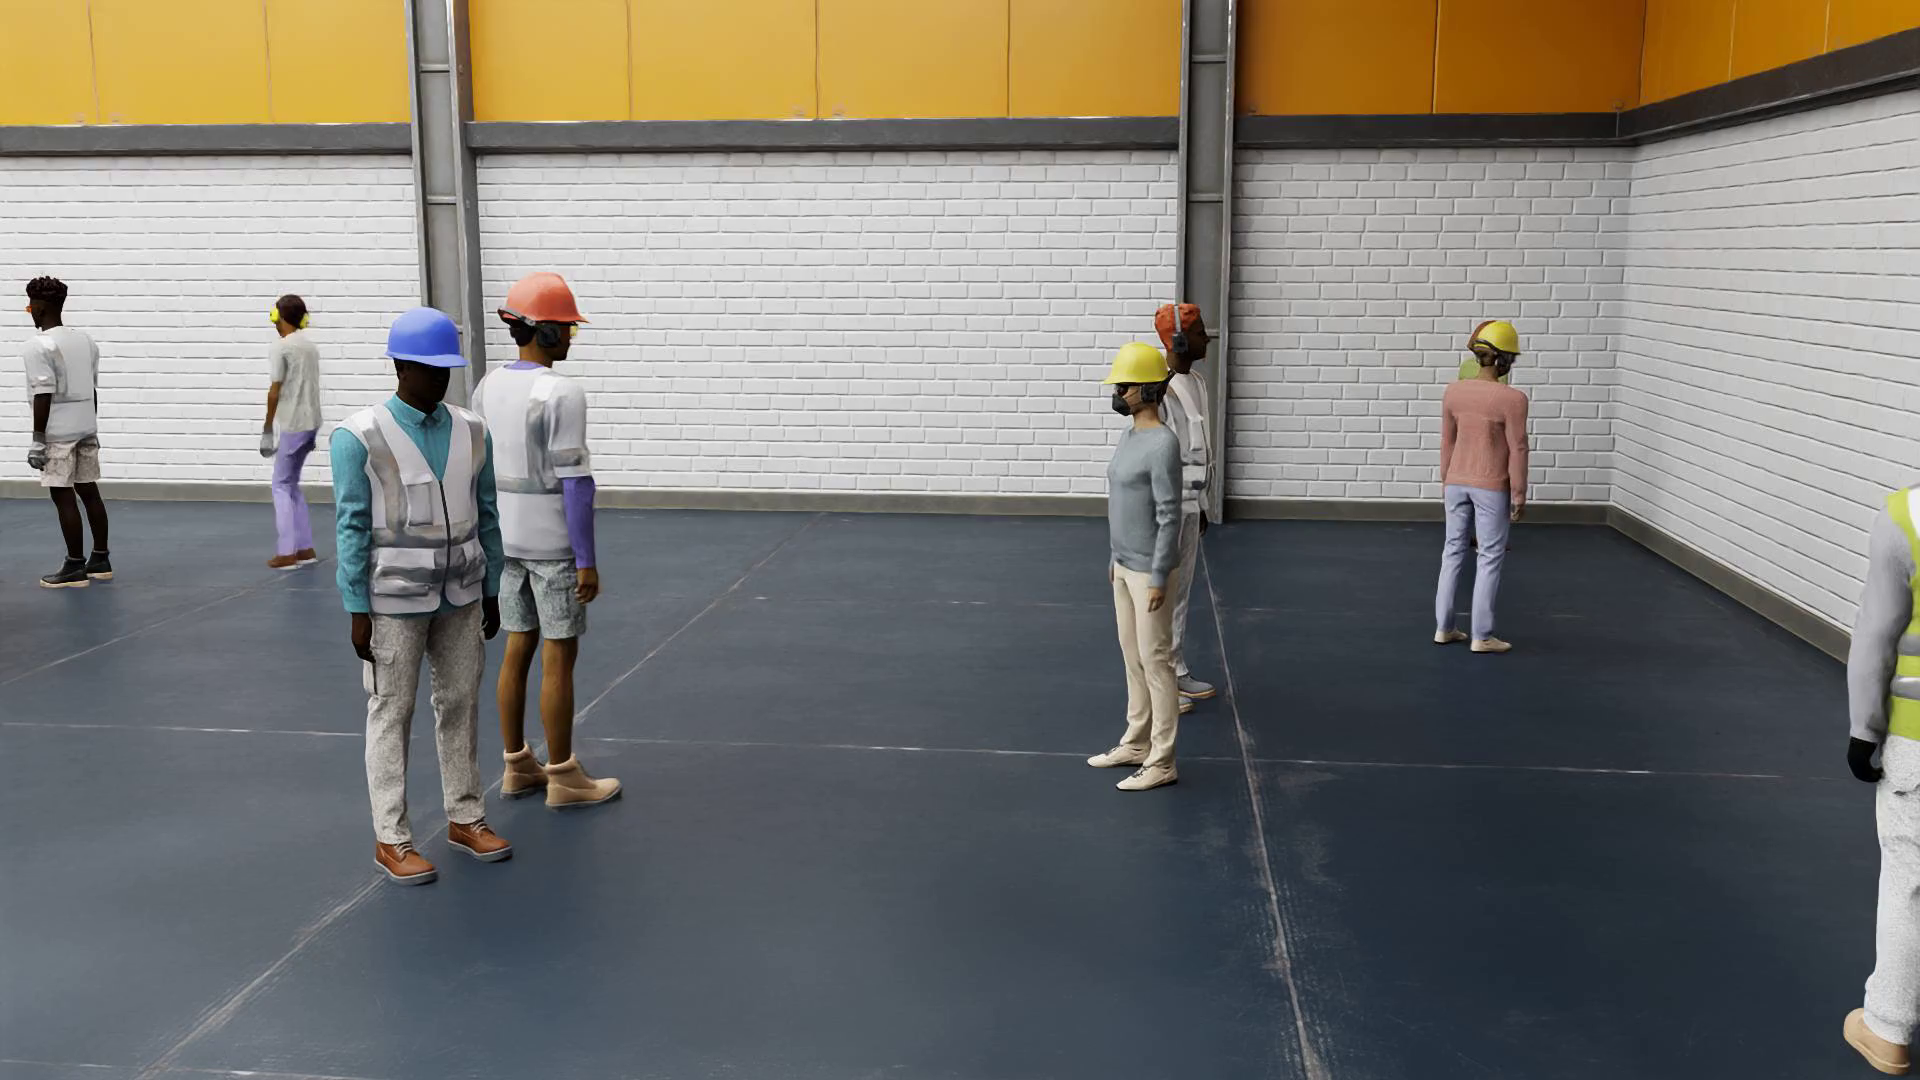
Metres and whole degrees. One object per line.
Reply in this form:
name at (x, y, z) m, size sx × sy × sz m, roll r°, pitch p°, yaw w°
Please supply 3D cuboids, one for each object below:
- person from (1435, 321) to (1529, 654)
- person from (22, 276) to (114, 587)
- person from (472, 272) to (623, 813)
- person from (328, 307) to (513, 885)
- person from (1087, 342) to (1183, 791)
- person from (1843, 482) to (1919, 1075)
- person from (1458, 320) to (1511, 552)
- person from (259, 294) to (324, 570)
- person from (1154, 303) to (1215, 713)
person at (2.774, -0.274, 8.805) m, size 0.336 × 1.757 × 0.532 m, roll -7°, pitch 12°, yaw -37°
person at (-5.675, -0.682, 10.529) m, size 0.363 × 1.963 × 0.612 m, roll 1°, pitch 10°, yaw 7°
person at (-1.578, 0.009, 6.354) m, size 0.610 × 2.042 × 0.396 m, roll 8°, pitch 13°, yaw 39°
person at (-1.809, 0.186, 5.646) m, size 0.415 × 1.939 × 0.605 m, roll 8°, pitch 13°, yaw 40°
person at (0.705, 0.105, 6.600) m, size 0.311 × 1.768 × 0.533 m, roll -3°, pitch 10°, yaw -14°
person at (2.592, 0.483, 4.243) m, size 0.627 × 1.836 × 0.429 m, roll 2°, pitch 10°, yaw 12°
person at (3.699, -0.729, 11.748) m, size 0.286 × 1.633 × 0.499 m, roll -4°, pitch 11°, yaw -22°
person at (-4.483, -0.725, 11.160) m, size 0.395 × 1.831 × 0.530 m, roll 1°, pitch 10°, yaw 9°
person at (1.002, -0.153, 7.734) m, size 0.346 × 1.883 × 0.584 m, roll 6°, pitch 11°, yaw 29°
